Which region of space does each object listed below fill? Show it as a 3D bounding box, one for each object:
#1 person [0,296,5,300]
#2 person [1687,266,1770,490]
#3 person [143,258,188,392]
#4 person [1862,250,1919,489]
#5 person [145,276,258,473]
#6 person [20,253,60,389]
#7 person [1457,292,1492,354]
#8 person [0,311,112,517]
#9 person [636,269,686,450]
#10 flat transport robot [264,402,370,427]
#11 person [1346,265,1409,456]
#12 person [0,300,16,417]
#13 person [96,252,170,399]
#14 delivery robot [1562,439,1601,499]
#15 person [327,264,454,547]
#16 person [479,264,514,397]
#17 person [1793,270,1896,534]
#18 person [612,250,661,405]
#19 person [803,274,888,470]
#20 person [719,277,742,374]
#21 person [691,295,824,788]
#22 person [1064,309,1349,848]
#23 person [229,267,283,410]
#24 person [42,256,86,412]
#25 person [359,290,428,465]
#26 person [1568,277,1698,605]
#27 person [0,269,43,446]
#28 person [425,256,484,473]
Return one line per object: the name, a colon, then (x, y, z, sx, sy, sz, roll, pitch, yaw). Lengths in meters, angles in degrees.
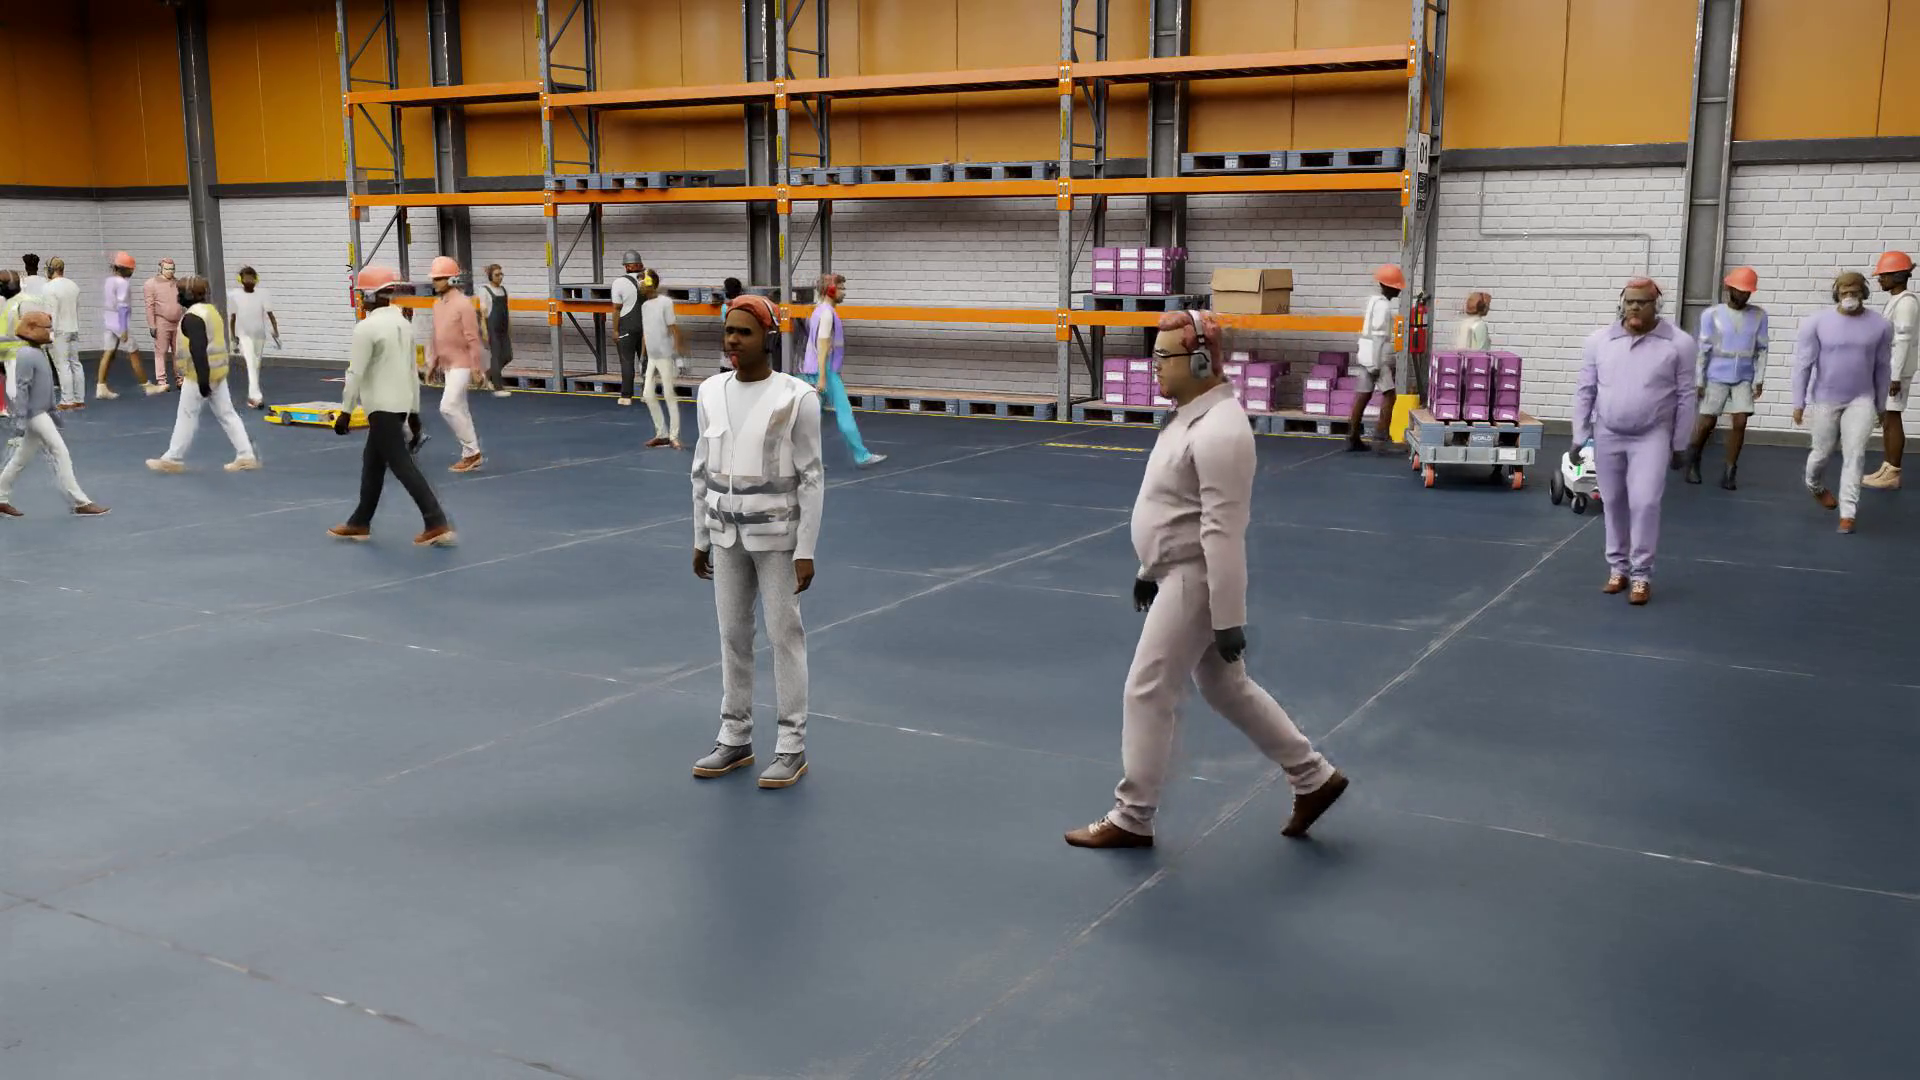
person: (-15.276, -3.487, 26.914, 0.538, 1.615, 0.627, -1, 10, -5)
person: (6.597, -1.391, 14.277, 0.579, 1.917, 0.620, 2, 10, 10)
person: (-11.294, -3.072, 23.785, 0.409, 1.903, 0.639, 7, 12, 34)
person: (7.964, -1.451, 14.255, 0.411, 2.032, 0.609, 4, 11, 19)
person: (-6.947, -1.501, 15.200, 0.957, 1.793, 0.648, -1, 10, -5)
person: (-13.372, -3.160, 24.098, 0.606, 1.966, 0.367, -9, 13, -41)
person: (4.993, -1.592, 16.153, 0.366, 1.622, 0.532, 0, 10, -1)
person: (-7.051, -0.954, 12.698, 0.868, 1.580, 0.509, -3, 11, -18)
person: (-3.037, -1.831, 16.992, 0.658, 1.832, 0.290, 9, 13, 41)
flat transport robot: (-7.333, -1.461, 19.276, 1.431, 0.197, 0.652, 6, 12, 31)
person: (4.166, -1.763, 16.447, 0.620, 1.890, 0.686, 1, 10, 3)
person: (-11.639, -2.333, 19.980, 0.323, 1.769, 0.523, 5, 11, 27)
person: (-11.359, -2.903, 22.615, 0.689, 1.976, 1.009, 9, 13, 41)
delivery robot: (4.943, -0.547, 13.032, 0.477, 0.478, 0.707, 2, 10, 11)
person: (-3.959, -0.923, 11.492, 1.018, 1.951, 0.606, 1, 10, 8)
person: (-6.426, -2.882, 22.905, 0.507, 1.831, 0.528, 5, 11, 26)
person: (6.462, -1.034, 12.254, 0.658, 1.906, 0.818, 3, 10, 15)
person: (-4.292, -2.802, 21.862, 0.684, 2.000, 0.535, -9, 13, -41)
person: (-1.110, -1.532, 15.324, 0.924, 1.799, 0.594, -2, 10, -11)
person: (-2.758, -2.421, 20.695, 0.418, 1.682, 0.540, 6, 12, 30)
person: (-0.792, 0.007, 6.397, 0.575, 1.884, 0.355, 5, 11, 27)
person: (0.869, 0.151, 5.641, 0.926, 1.868, 0.644, 1, 10, 5)
person: (-8.959, -2.558, 21.150, 0.545, 1.803, 0.994, -7, 12, -35)
person: (-11.266, -2.576, 20.866, 0.358, 1.938, 0.636, 1, 10, 4)
person: (-5.404, -1.608, 15.710, 0.489, 1.821, 0.611, -1, 10, -5)
person: (3.896, -0.579, 9.722, 0.641, 1.882, 0.741, 7, 12, 36)
person: (-9.775, -1.883, 17.259, 0.659, 1.831, 0.446, 8, 13, 39)
person: (-4.558, -1.565, 15.052, 0.529, 1.976, 0.606, -8, 13, -39)
